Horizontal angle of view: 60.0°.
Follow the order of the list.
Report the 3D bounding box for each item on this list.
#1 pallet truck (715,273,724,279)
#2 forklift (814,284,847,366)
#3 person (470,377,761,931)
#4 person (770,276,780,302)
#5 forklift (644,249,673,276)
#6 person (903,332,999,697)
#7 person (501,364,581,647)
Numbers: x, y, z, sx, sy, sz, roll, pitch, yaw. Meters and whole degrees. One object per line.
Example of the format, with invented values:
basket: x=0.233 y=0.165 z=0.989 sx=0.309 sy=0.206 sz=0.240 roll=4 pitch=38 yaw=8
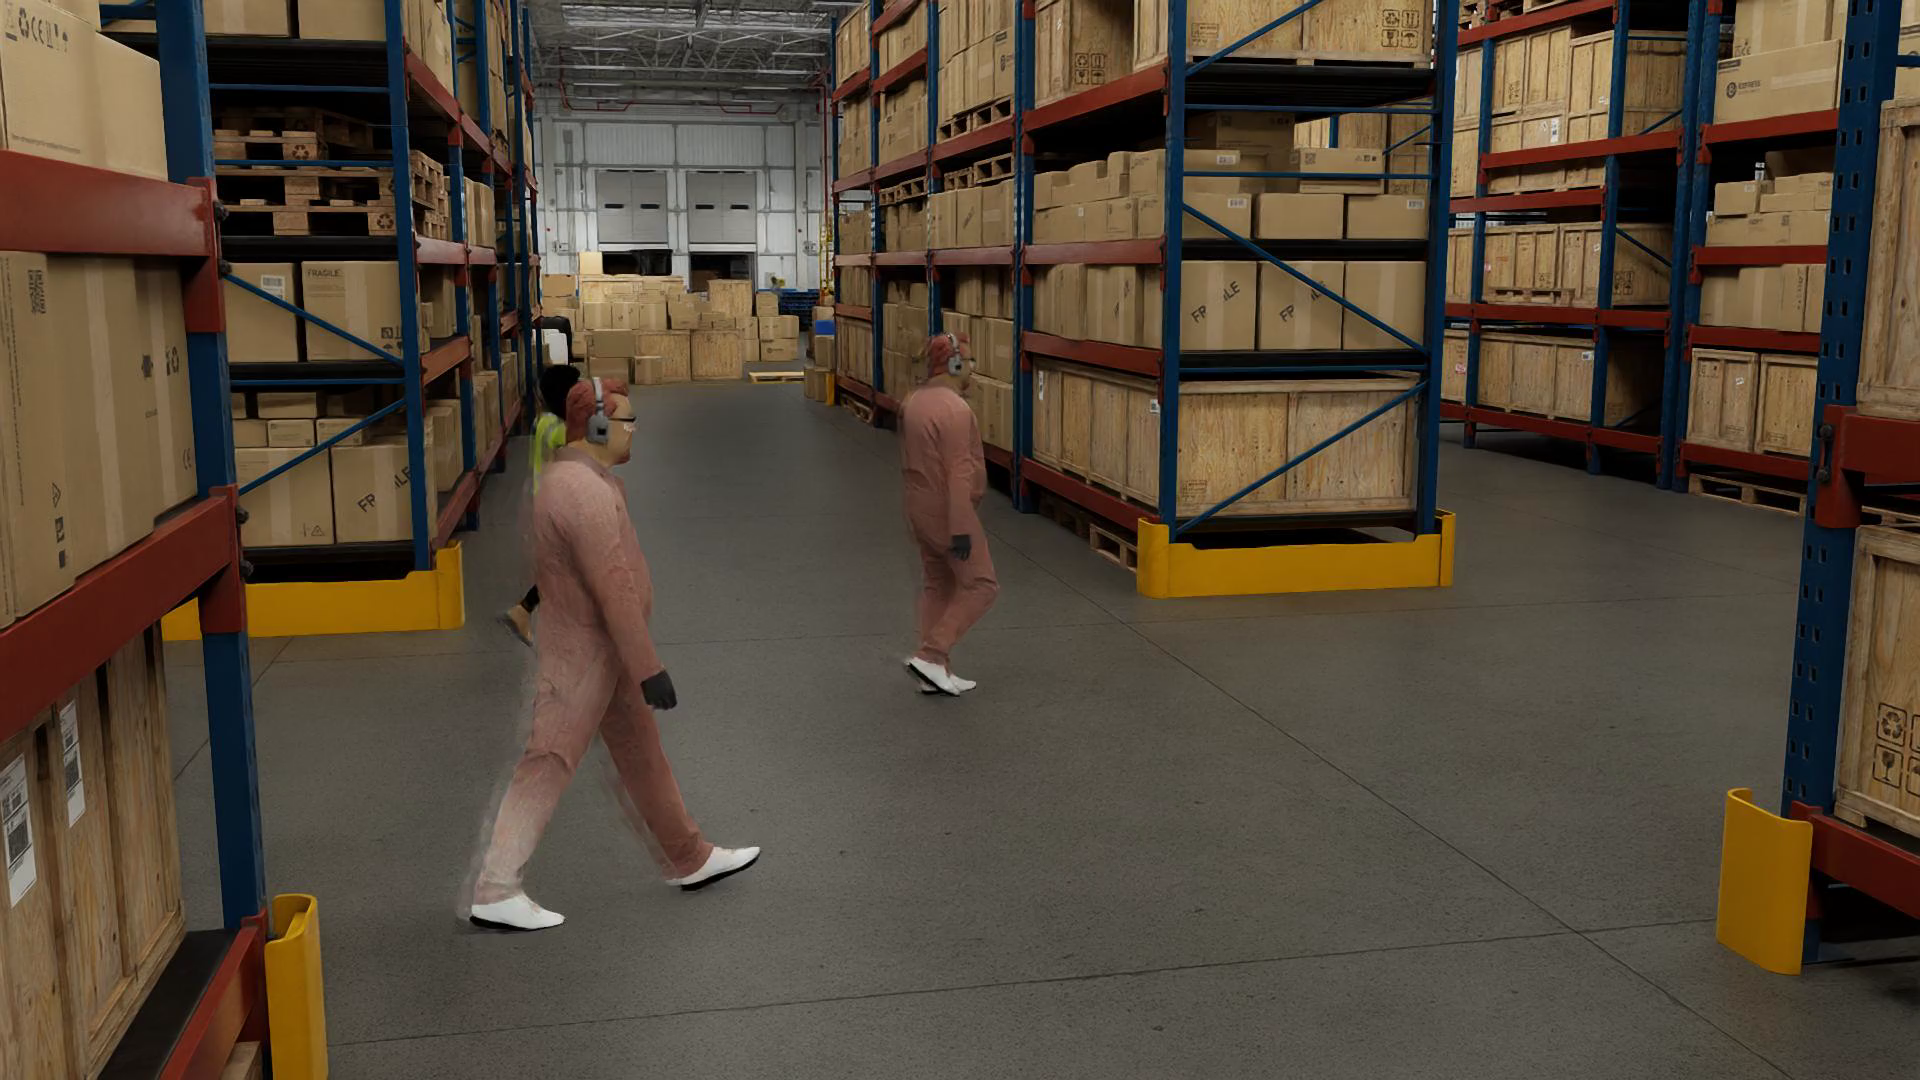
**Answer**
pallet truck: x=-8.580 y=-8.986 z=62.280 sx=1.885 sy=1.965 sz=0.823 roll=1 pitch=9 yaw=5
forklift: x=-2.157 y=-5.018 z=35.408 sx=1.129 sy=2.768 sz=1.873 roll=-9 pitch=13 yaw=-44
person: x=-1.211 y=0.384 z=5.626 sx=1.013 sy=1.852 sz=0.659 roll=-2 pitch=10 yaw=-13
person: x=-6.530 y=-8.478 z=59.476 sx=0.827 sy=1.917 sz=0.637 roll=-5 pitch=11 yaw=-29
forklift: x=-10.091 y=-8.375 z=55.870 sx=1.129 sy=2.768 sz=1.873 roll=-7 pitch=12 yaw=-38
person: x=-0.045 y=-0.113 z=8.526 sx=0.434 sy=1.887 sz=0.667 roll=-4 pitch=10 yaw=-21
person: x=-2.269 y=-0.147 z=9.336 sx=0.516 sy=1.684 sz=0.550 roll=-4 pitch=10 yaw=-21
